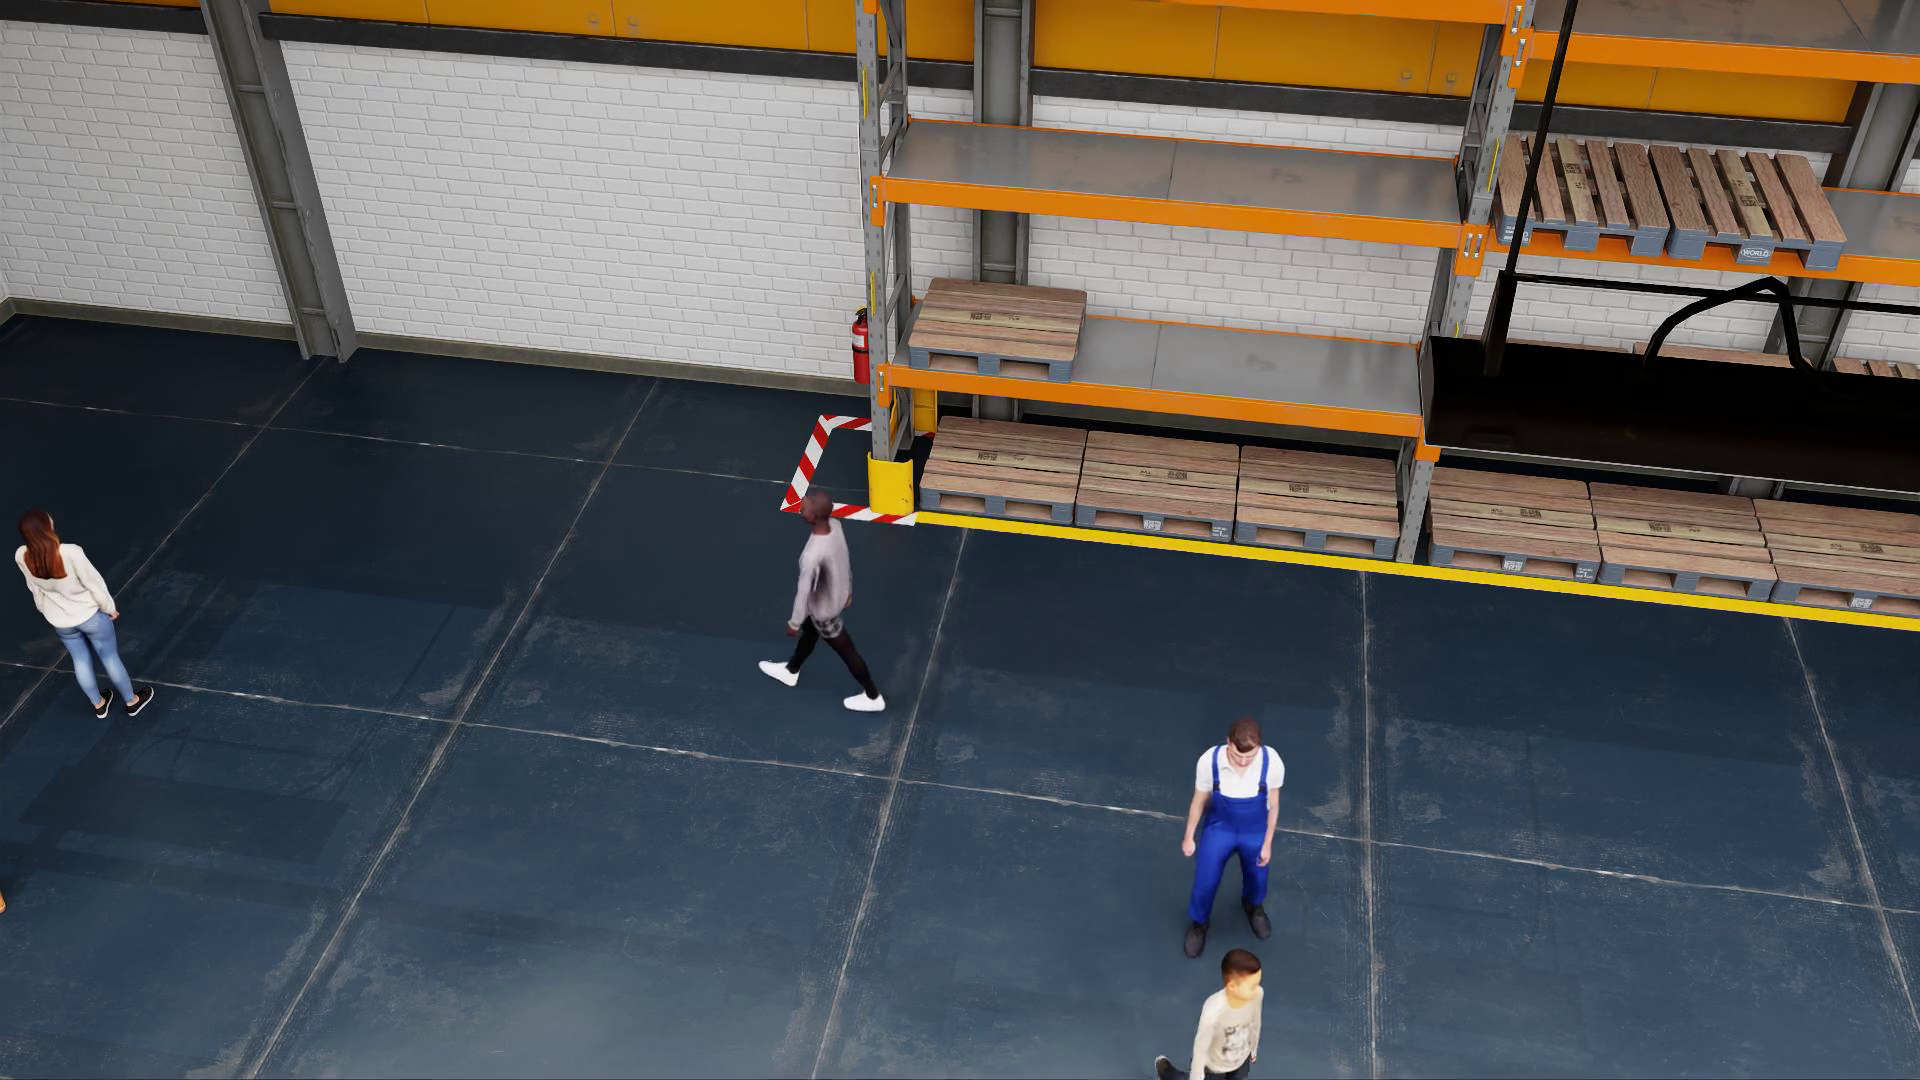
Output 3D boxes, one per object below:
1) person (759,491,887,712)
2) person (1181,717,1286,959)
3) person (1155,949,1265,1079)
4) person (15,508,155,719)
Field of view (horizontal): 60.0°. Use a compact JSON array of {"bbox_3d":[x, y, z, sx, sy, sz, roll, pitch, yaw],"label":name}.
[{"bbox_3d":[-0.768,0.447,10.734,1.134,1.729,0.654,8,39,10],"label":"person"},{"bbox_3d":[1.518,1.602,9.205,0.679,1.834,0.832,3,39,4],"label":"person"},{"bbox_3d":[1.274,2.538,8.347,0.888,1.441,0.929,-21,43,-24],"label":"person"},{"bbox_3d":[-5.687,0.476,10.730,0.547,1.689,0.716,-1,39,-1],"label":"person"}]
